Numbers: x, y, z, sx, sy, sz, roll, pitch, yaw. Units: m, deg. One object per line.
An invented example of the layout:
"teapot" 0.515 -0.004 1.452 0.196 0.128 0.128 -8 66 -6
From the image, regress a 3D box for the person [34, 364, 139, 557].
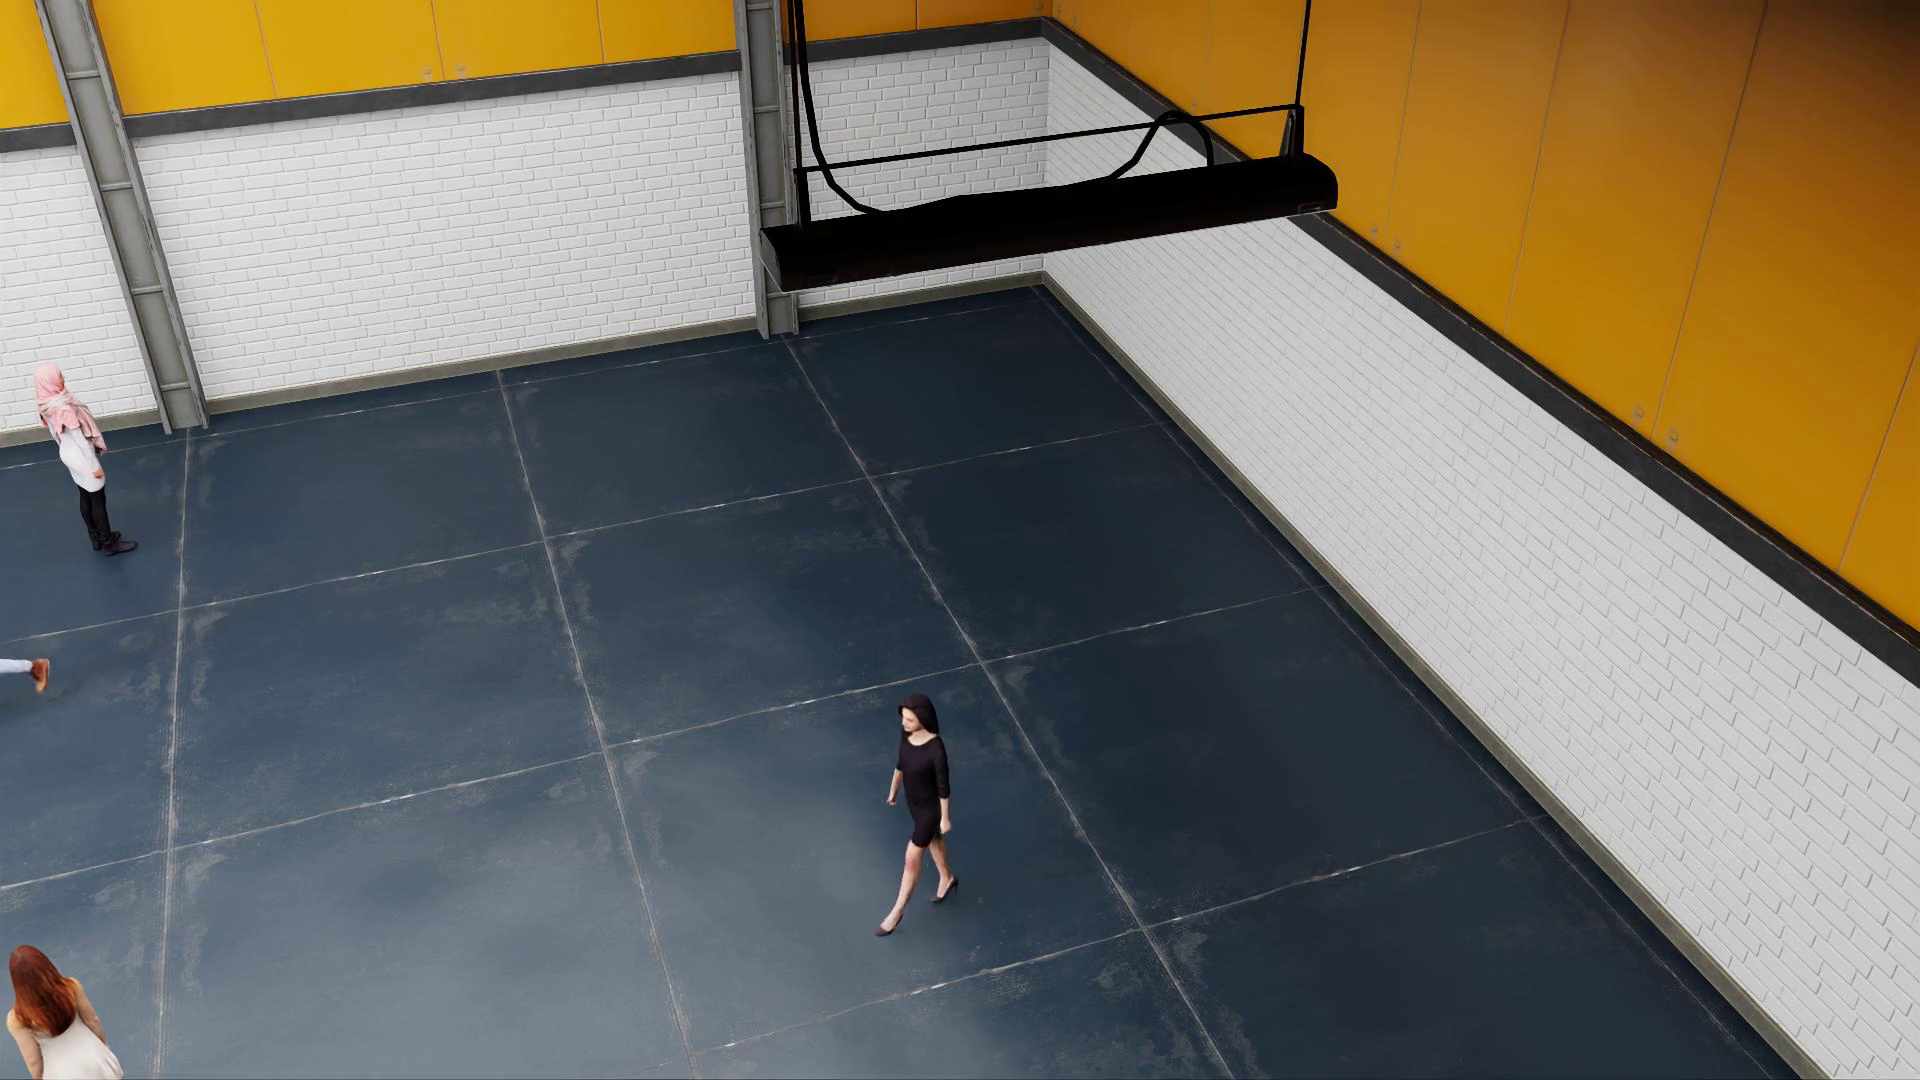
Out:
"person" -7.445 -0.681 14.068 0.739 1.804 0.767 24 40 31

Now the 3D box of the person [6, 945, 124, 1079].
"person" -4.753 2.809 8.903 0.704 1.710 0.605 25 41 32

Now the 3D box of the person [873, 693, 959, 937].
"person" -0.144 1.673 10.549 0.963 1.779 0.719 -17 37 -24
